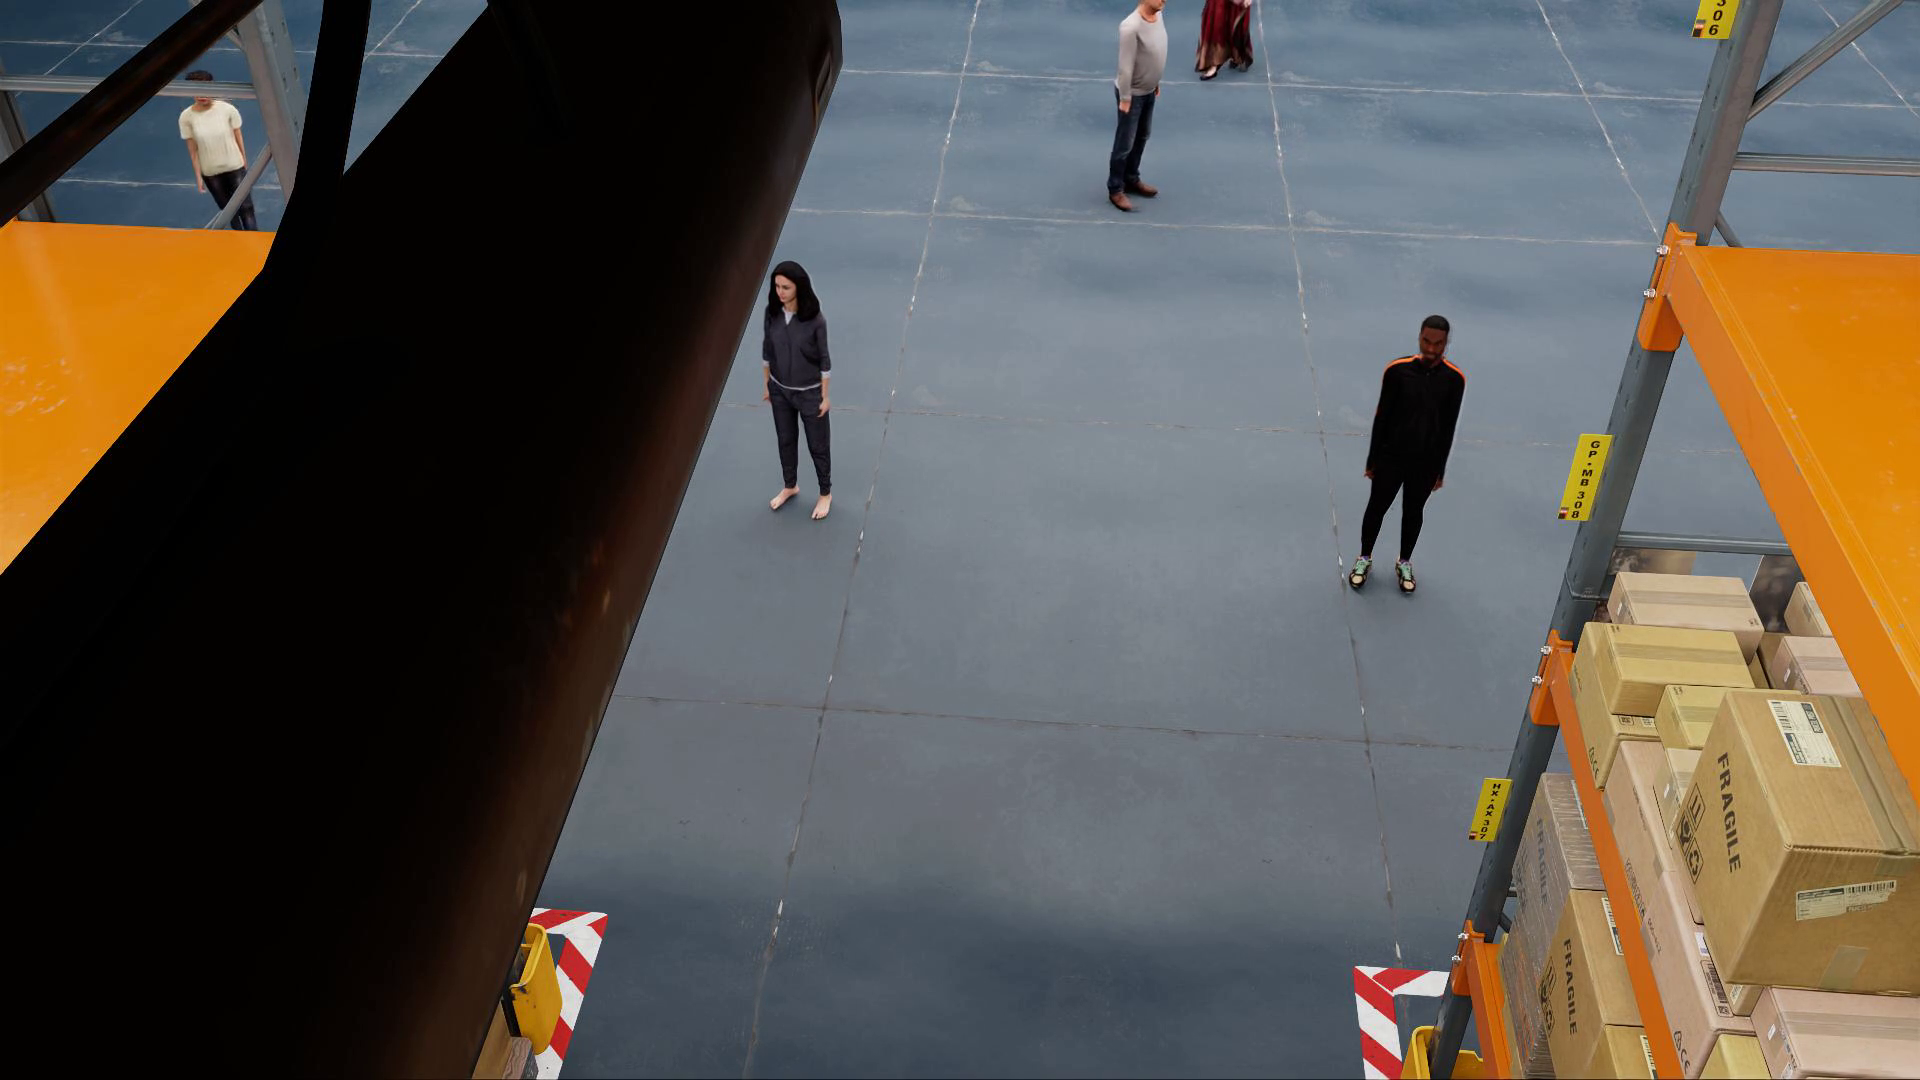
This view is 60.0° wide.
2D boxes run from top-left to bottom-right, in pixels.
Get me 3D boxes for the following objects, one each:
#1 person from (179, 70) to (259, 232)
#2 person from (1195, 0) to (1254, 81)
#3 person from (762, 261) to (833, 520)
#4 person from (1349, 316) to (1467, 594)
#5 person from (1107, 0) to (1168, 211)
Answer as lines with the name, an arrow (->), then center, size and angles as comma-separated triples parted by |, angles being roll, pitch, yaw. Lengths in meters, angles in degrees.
person -> -5.739, -2.900, 12.937 | 0.811, 1.562, 0.992 | -11, 39, -14
person -> 2.611, -5.236, 15.874 | 0.906, 1.622, 1.016 | 25, 44, 28
person -> -0.995, -0.935, 10.260 | 0.654, 1.764, 0.605 | 14, 40, 17
person -> 2.610, -0.500, 9.669 | 0.637, 1.808, 0.557 | 7, 39, 9
person -> 1.442, -3.692, 13.671 | 0.902, 1.904, 0.766 | 25, 44, 28
